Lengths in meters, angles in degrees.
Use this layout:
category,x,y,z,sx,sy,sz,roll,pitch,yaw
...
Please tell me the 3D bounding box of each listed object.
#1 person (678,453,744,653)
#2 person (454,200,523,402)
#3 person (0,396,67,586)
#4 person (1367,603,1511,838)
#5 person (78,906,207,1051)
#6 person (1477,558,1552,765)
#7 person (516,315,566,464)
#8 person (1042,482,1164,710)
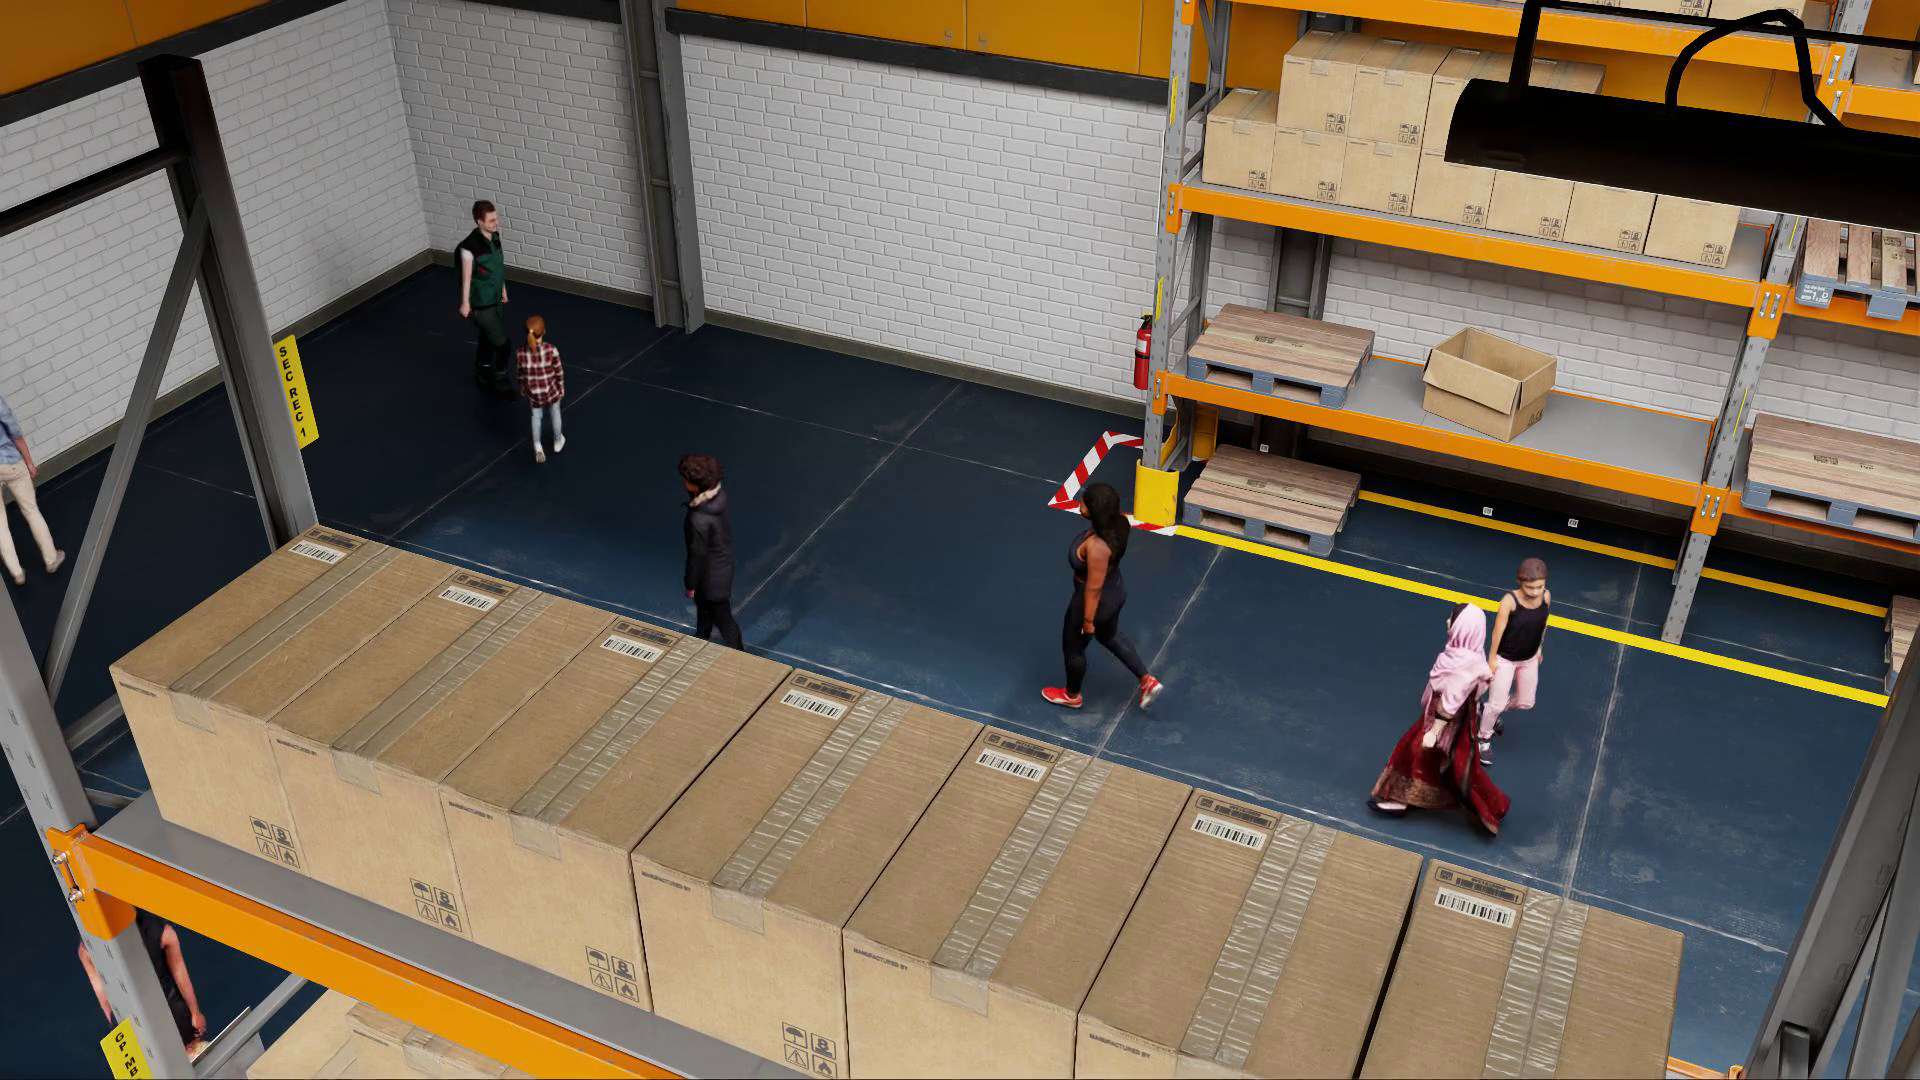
category,x,y,z,sx,sy,sz,roll,pitch,yaw
person,-1.585,0.201,11.203,0.908,1.764,0.784,4,34,6
person,-4.251,-2.115,14.647,0.801,1.809,0.760,11,35,16
person,-7.091,-0.544,12.243,0.780,1.855,0.842,-11,35,-16
person,3.026,1.119,9.976,1.139,1.594,0.813,4,34,6
person,-3.915,2.275,8.117,0.859,1.726,0.915,-11,35,-16
person,3.512,0.744,10.589,0.728,1.539,0.781,-12,35,-18
person,-3.471,-1.239,13.794,0.807,1.295,0.801,-2,34,-3
person,0.975,0.407,10.864,1.053,1.796,0.709,16,37,23
